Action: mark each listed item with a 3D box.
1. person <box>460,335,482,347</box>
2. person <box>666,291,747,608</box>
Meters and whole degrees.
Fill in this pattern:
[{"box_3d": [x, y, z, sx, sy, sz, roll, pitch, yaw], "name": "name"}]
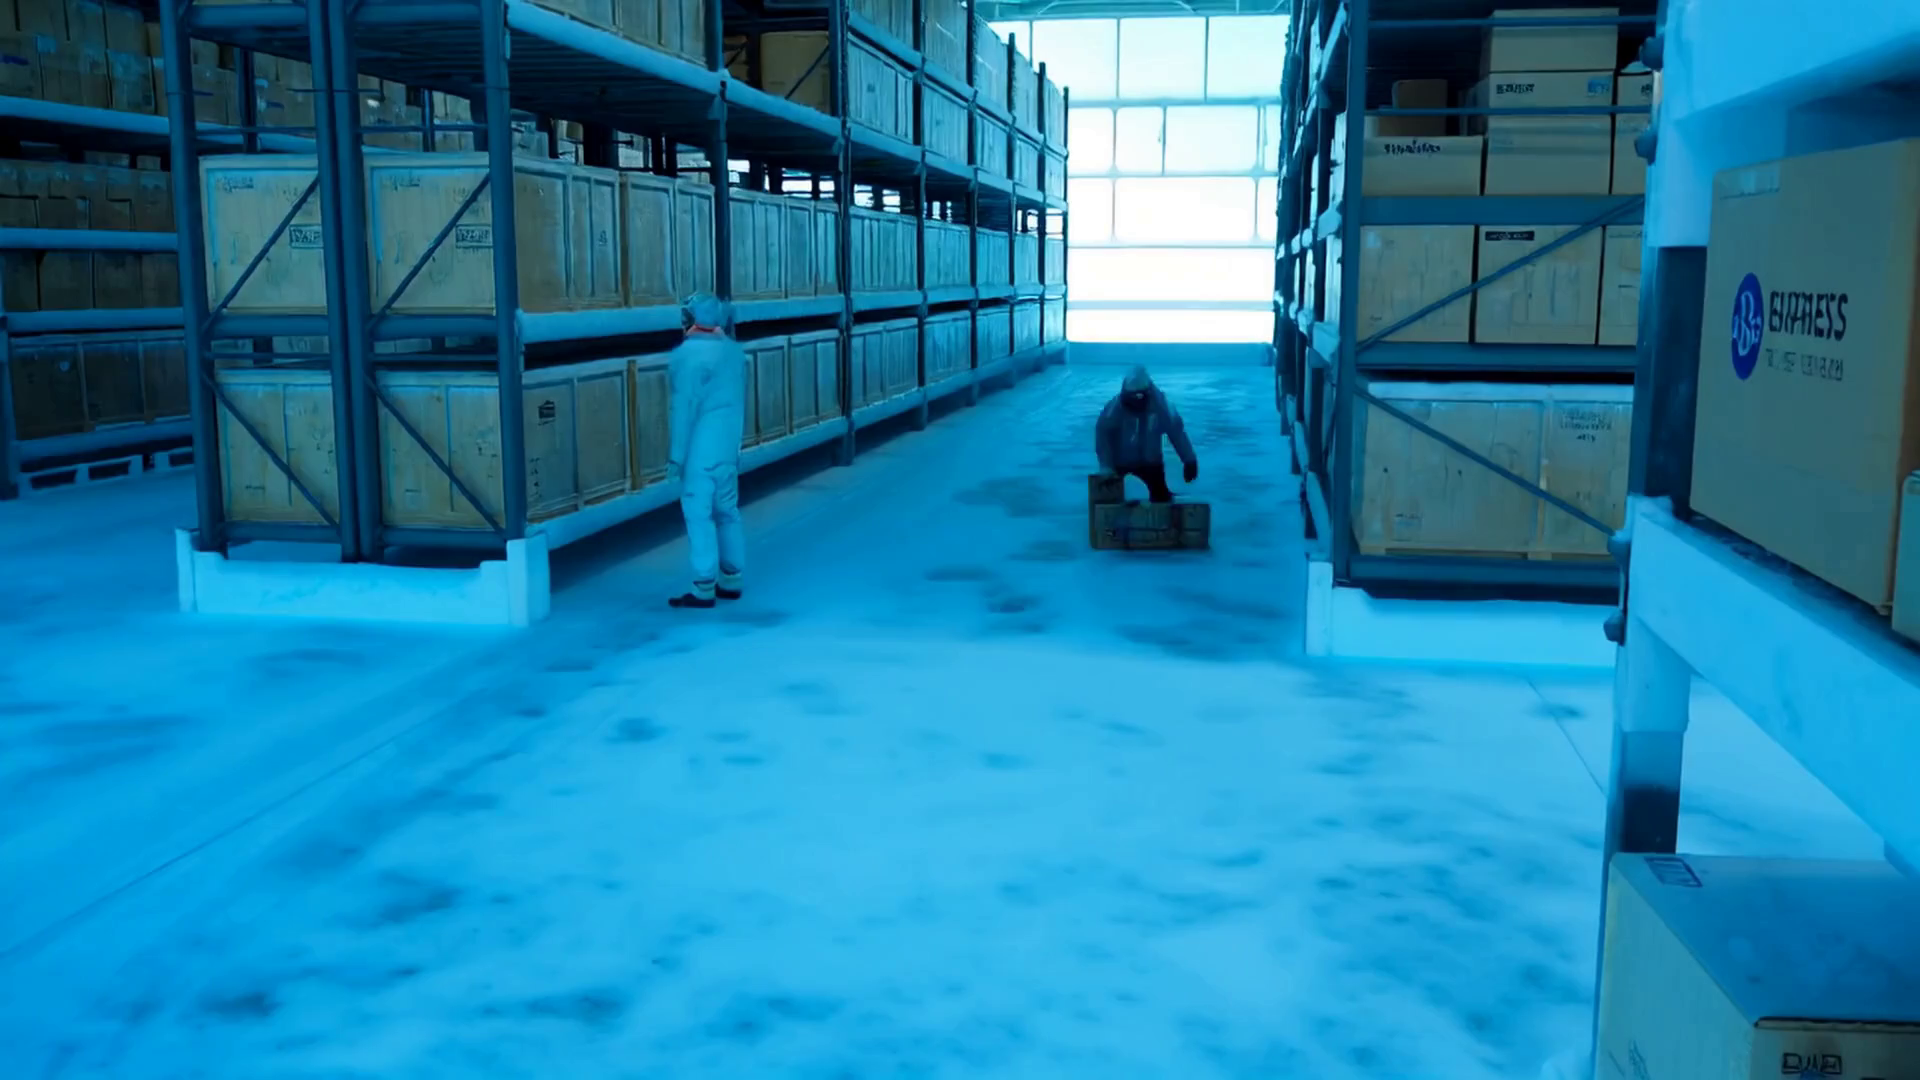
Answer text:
[{"box_3d": [-5.144, -1.849, 18.176, 0.640, 1.909, 0.409, -5, 10, -26], "name": "person"}, {"box_3d": [-1.565, -0.547, 10.093, 0.403, 1.906, 0.651, 5, 10, 29], "name": "person"}]
